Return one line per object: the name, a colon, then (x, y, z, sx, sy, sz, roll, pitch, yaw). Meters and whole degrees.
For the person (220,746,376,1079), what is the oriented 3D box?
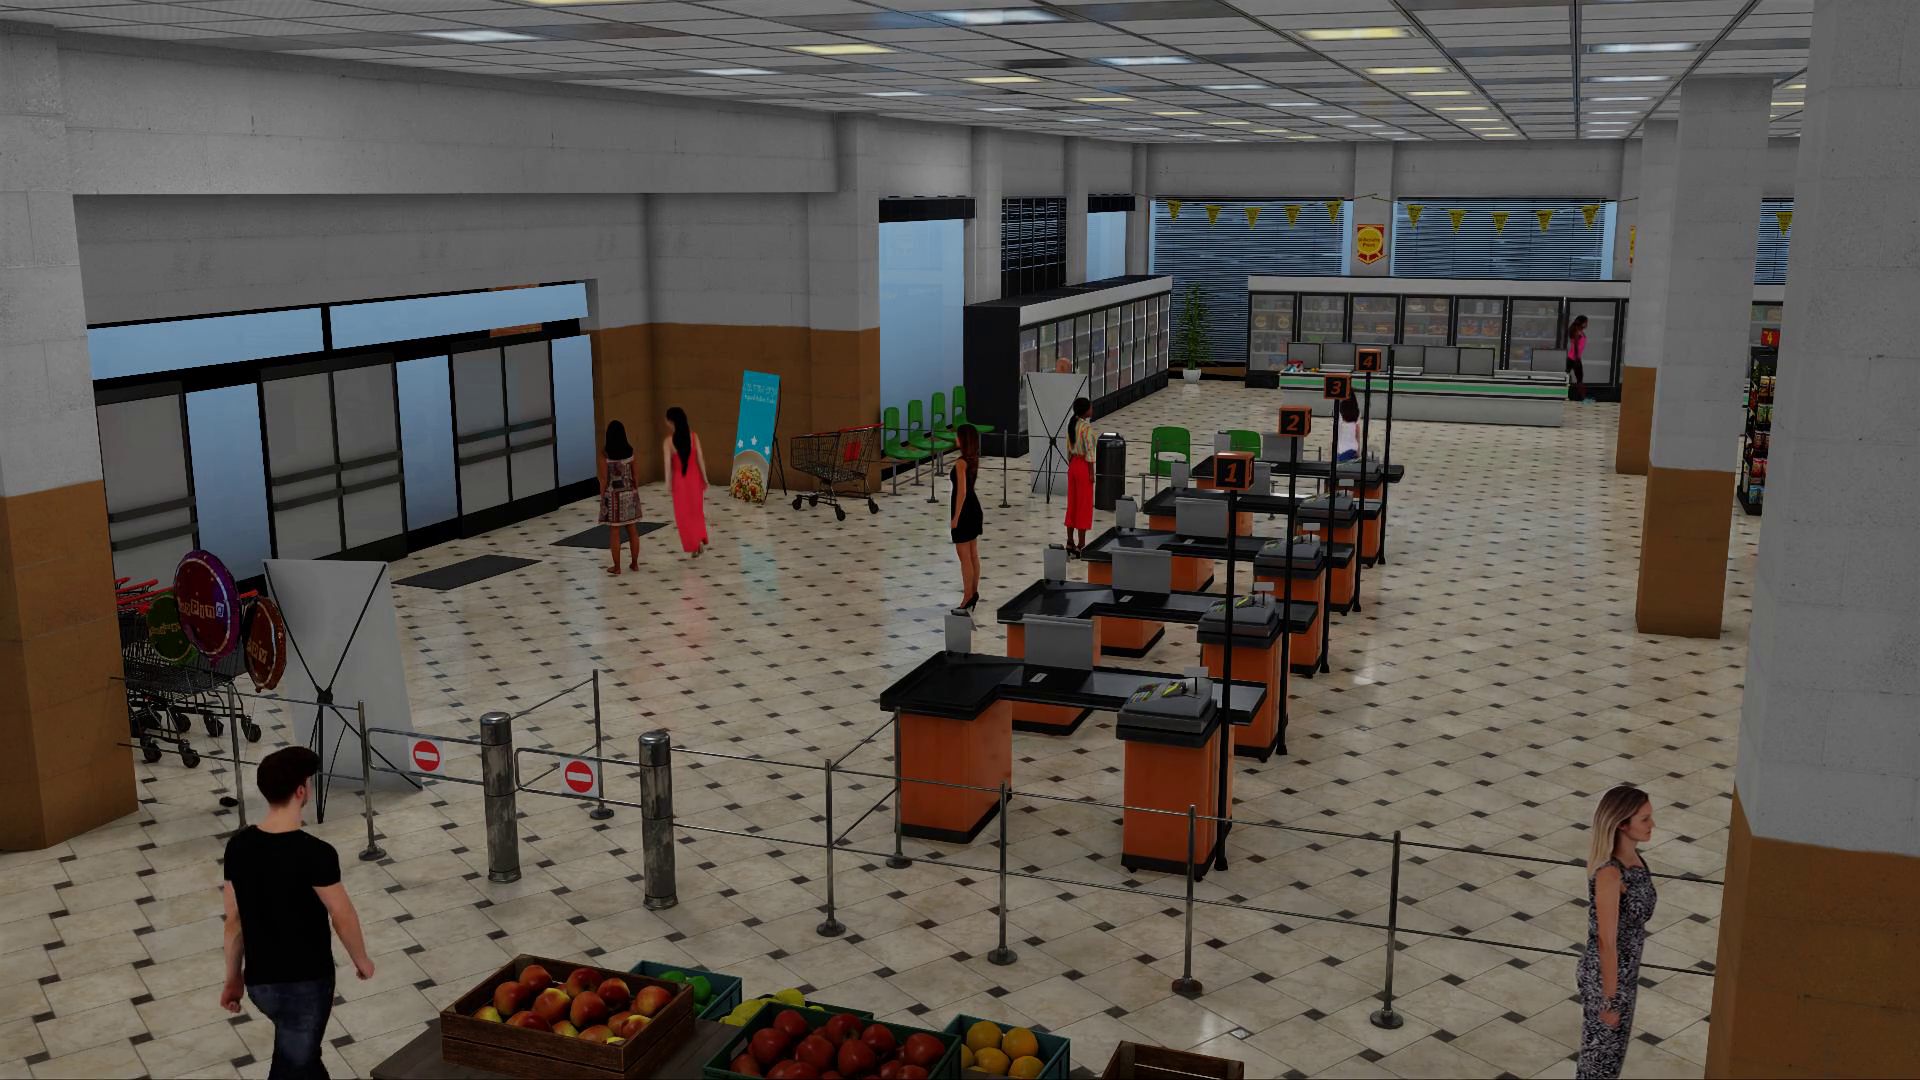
person: (-2.690, 1.794, 6.526, 1.031, 1.854, 0.706, 4, 13, 20)

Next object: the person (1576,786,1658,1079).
person: (2.644, 1.812, 6.804, 0.529, 1.705, 0.598, 6, 14, 28)

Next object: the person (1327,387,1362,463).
person: (4.785, -1.013, 20.378, 1.037, 1.639, 1.217, -8, 15, -35)

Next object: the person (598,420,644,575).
person: (-3.636, -0.466, 17.764, 0.727, 1.645, 0.742, -8, 14, -33)

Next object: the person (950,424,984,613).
person: (0.059, -0.211, 16.094, 0.505, 1.835, 0.569, 4, 13, 20)

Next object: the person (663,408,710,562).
person: (-2.979, -0.583, 18.183, 0.812, 1.703, 0.872, -5, 13, -21)

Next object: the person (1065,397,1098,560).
person: (1.342, -0.701, 18.524, 0.744, 1.792, 0.659, -8, 14, -32)
